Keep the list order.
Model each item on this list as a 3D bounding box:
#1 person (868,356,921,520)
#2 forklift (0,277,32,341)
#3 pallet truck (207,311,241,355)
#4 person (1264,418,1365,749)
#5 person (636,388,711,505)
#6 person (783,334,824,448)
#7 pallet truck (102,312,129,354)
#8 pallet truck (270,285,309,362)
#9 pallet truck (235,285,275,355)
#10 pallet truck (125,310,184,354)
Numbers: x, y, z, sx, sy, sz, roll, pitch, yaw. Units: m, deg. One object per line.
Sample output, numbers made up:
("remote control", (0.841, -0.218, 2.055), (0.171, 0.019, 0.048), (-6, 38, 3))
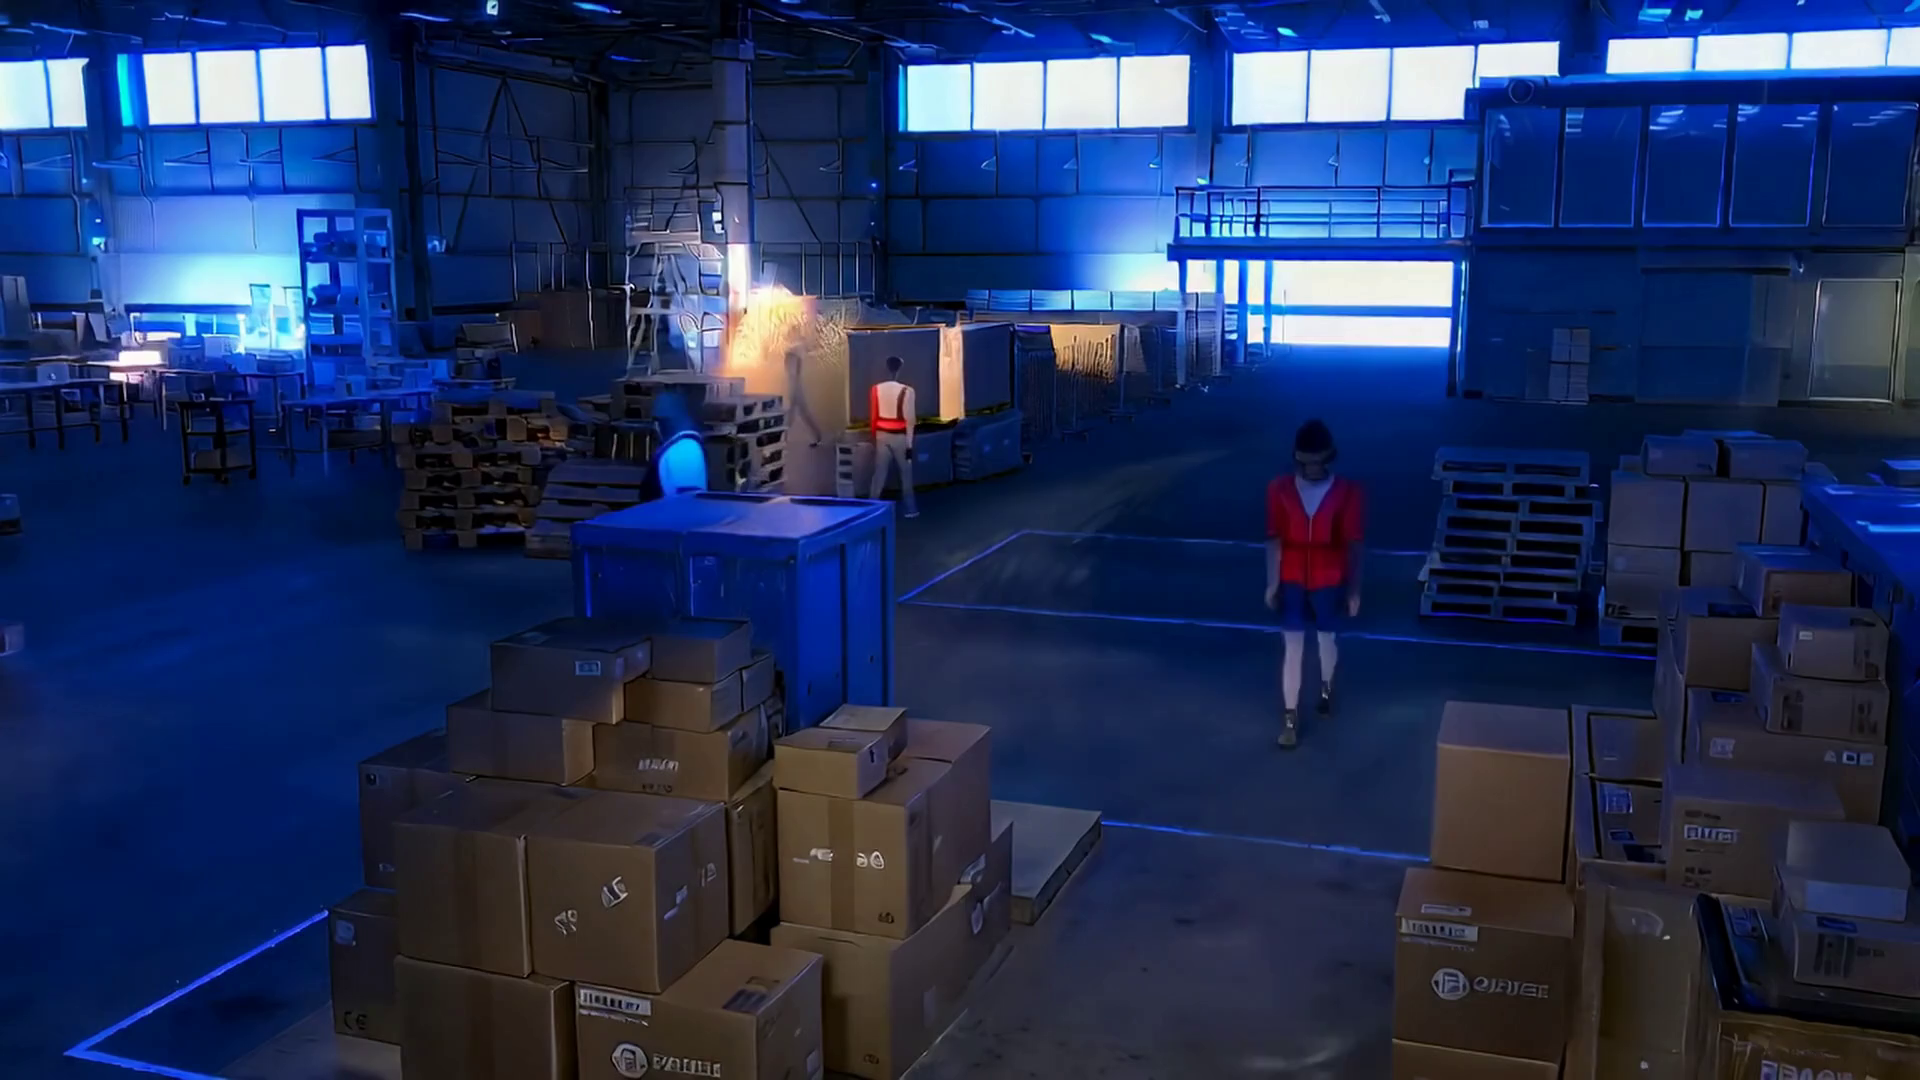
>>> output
("person", (-0.743, -1.070, 18.037), (0.583, 1.845, 0.980), (5, 11, 27))
("forklift", (-27.151, -6.329, 46.328), (1.157, 1.987, 2.680), (3, 11, 17))
("pallet truck", (-19.537, -5.575, 44.913), (0.653, 1.274, 1.630), (3, 11, 19))
("person", (2.204, 0.221, 10.361), (0.622, 1.992, 1.083), (3, 11, 18))
("person", (-2.065, -0.100, 12.001), (0.537, 2.000, 0.698), (-2, 10, -11))
("person", (-2.419, -2.196, 24.692), (0.883, 1.725, 0.532), (-6, 12, -31))
("pallet truck", (-23.057, -5.777, 46.261), (0.680, 1.201, 1.601), (3, 11, 19))
("pallet truck", (-17.147, -5.700, 43.663), (0.823, 1.965, 1.885), (3, 11, 17))
("pallet truck", (-18.327, -5.835, 44.421), (0.823, 1.965, 1.885), (4, 11, 23))
("pallet truck", (-22.038, -5.665, 45.457), (0.704, 1.261, 1.522), (3, 11, 17))
